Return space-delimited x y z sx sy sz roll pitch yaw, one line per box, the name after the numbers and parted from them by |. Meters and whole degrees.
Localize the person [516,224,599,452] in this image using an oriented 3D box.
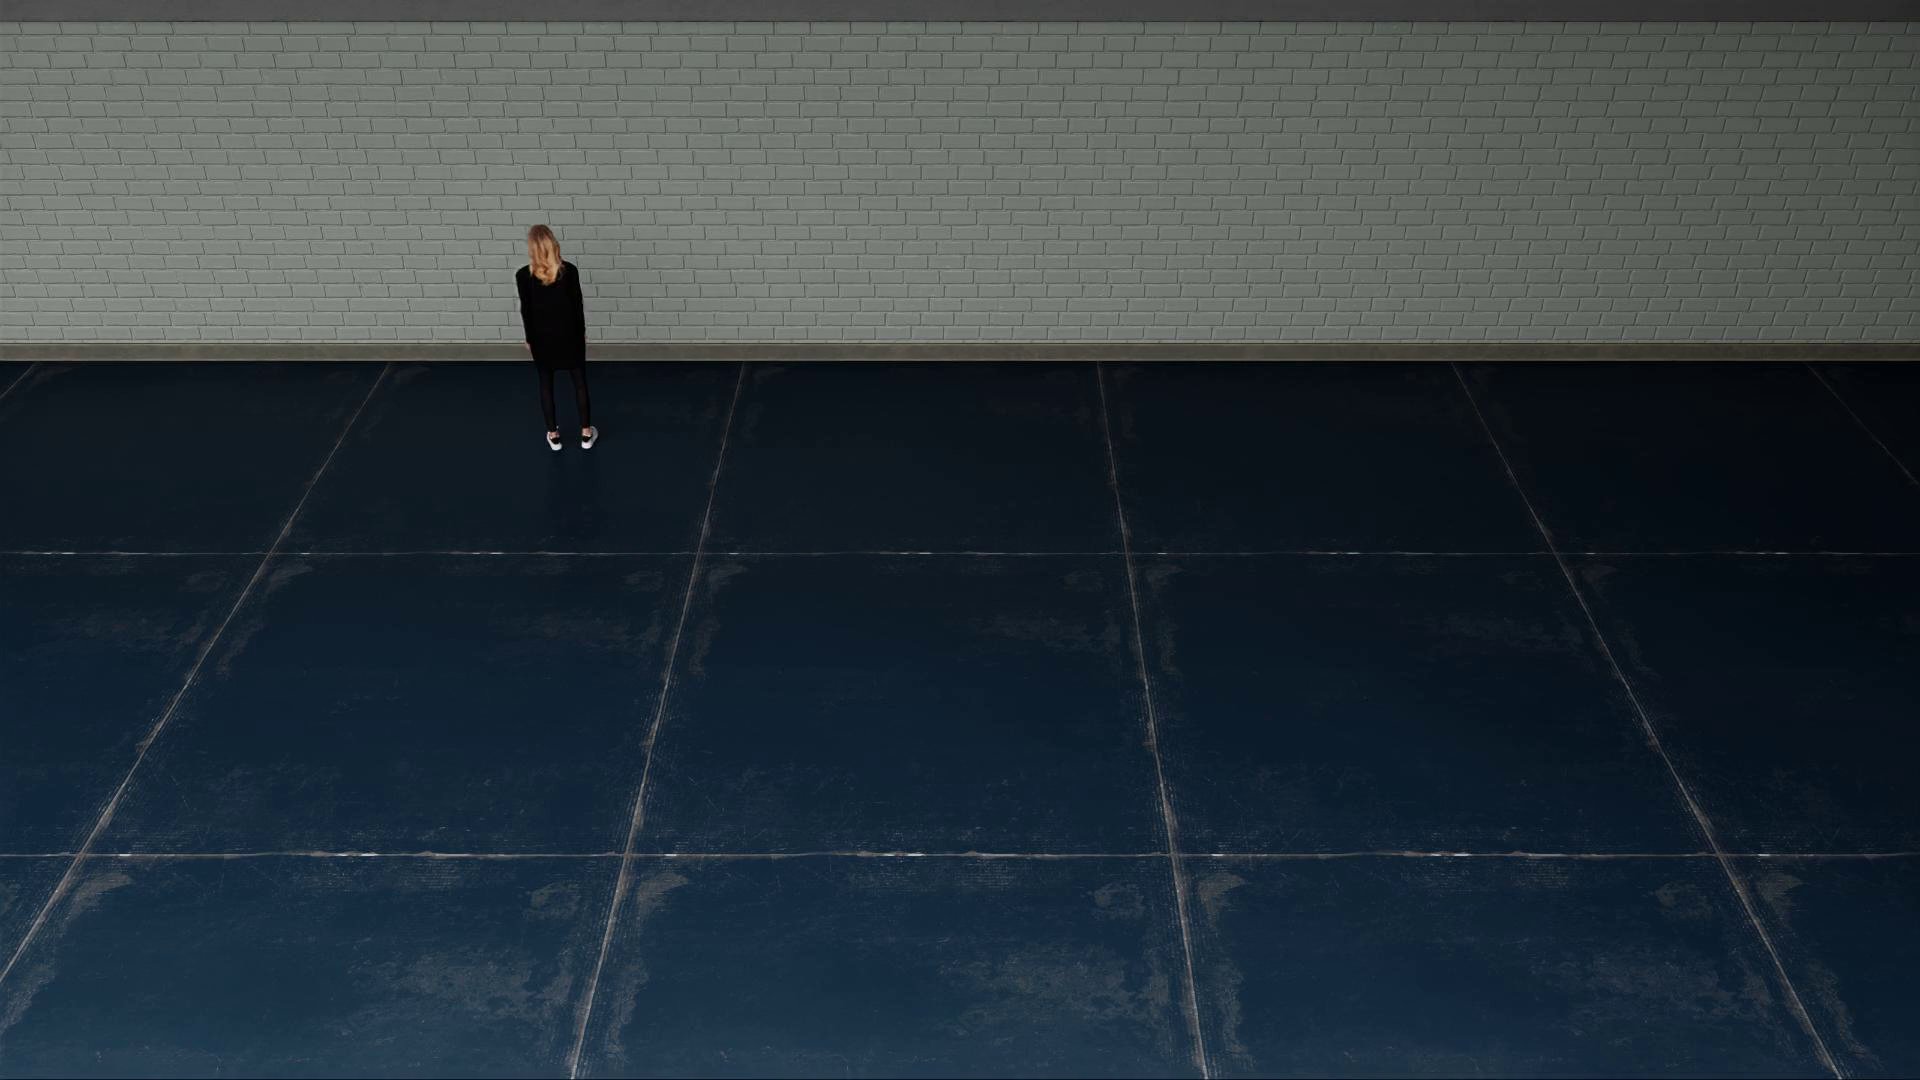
-3.021 -1.504 12.435 0.652 1.803 0.596 -4 33 -7 | person
